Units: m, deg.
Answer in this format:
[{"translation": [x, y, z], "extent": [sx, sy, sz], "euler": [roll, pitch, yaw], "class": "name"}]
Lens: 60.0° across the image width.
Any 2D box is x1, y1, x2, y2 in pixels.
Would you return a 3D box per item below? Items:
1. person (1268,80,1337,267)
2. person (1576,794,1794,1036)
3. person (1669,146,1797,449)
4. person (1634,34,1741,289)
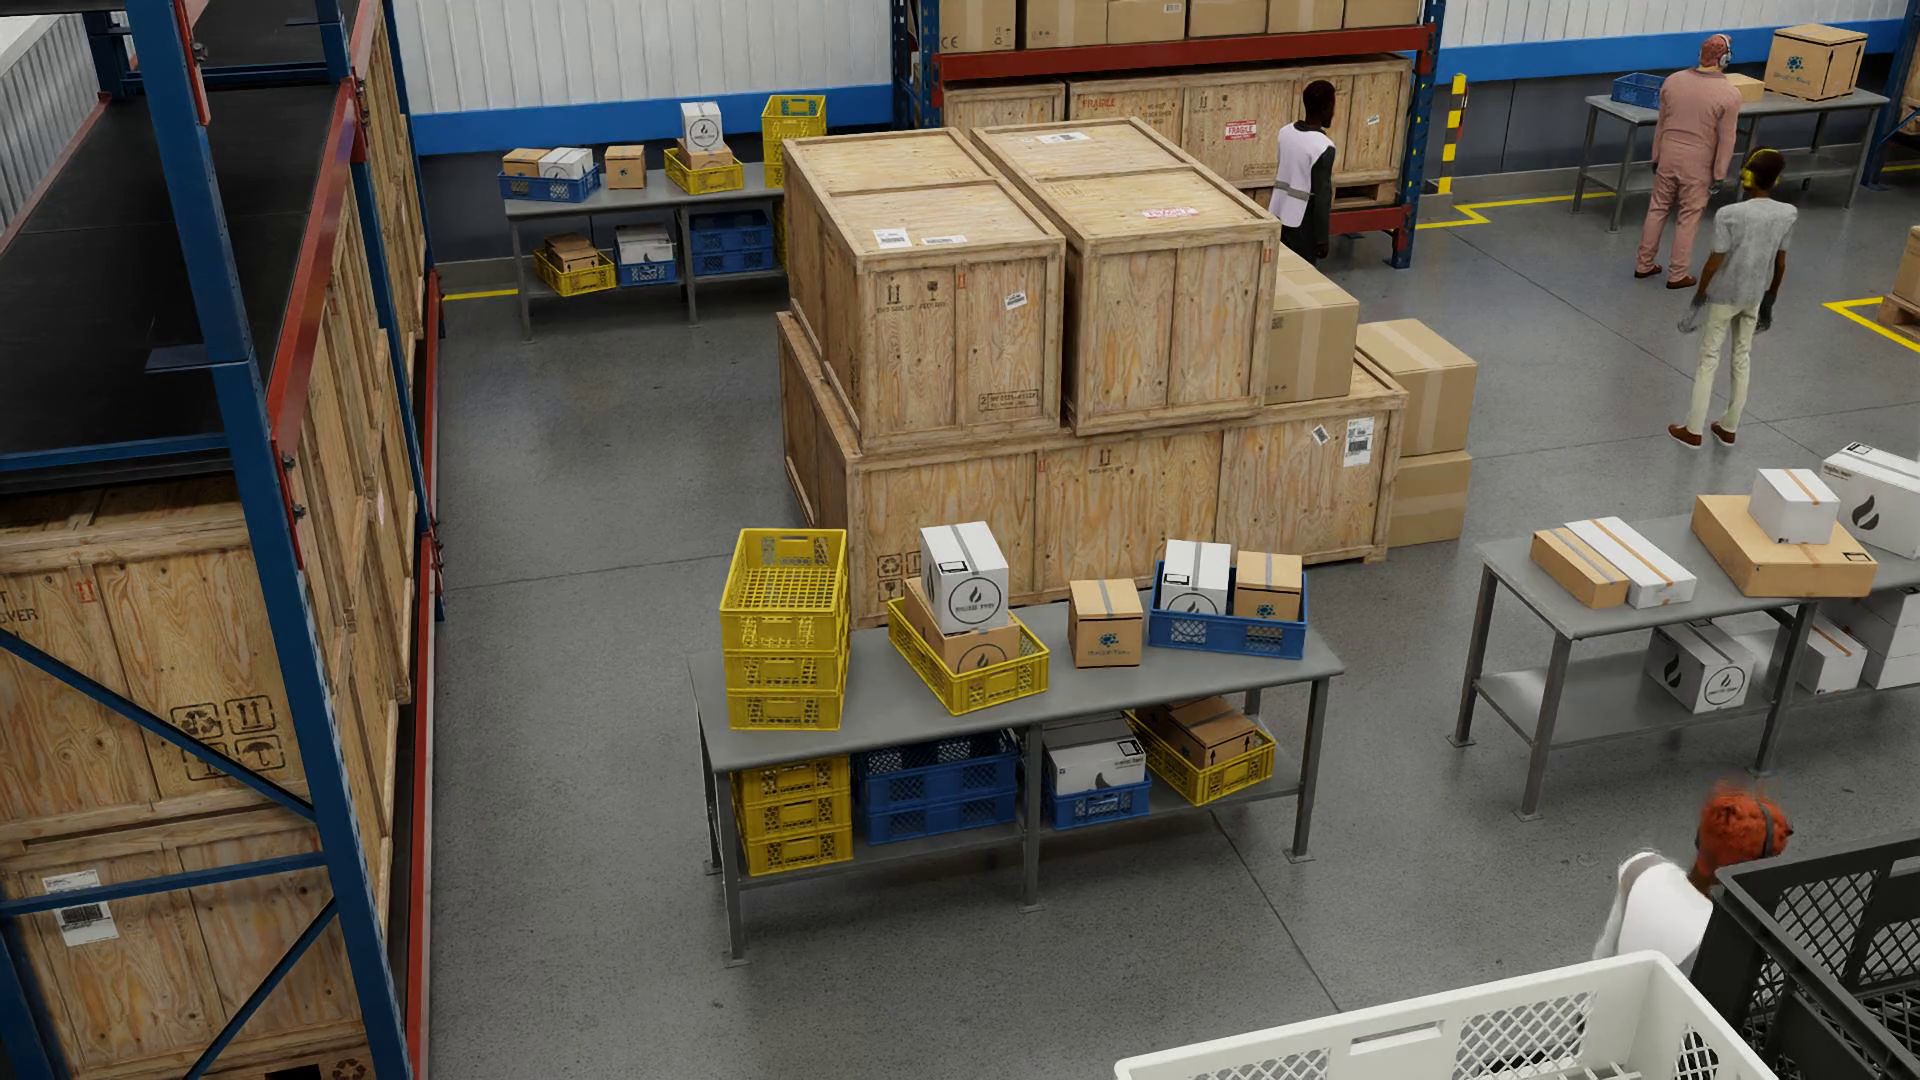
[{"translation": [2.307, -2.160, 11.322], "extent": [0.383, 1.912, 0.585], "euler": [-10, 30, -18], "class": "person"}, {"translation": [1.911, 1.539, 4.655], "extent": [0.541, 1.868, 0.796], "euler": [-3, 29, -6], "class": "person"}, {"translation": [4.670, -1.450, 10.093], "extent": [0.587, 1.855, 0.367], "euler": [-2, 29, -4], "class": "person"}, {"translation": [5.548, -2.869, 12.627], "extent": [0.402, 1.900, 0.636], "euler": [-21, 35, -33], "class": "person"}]
